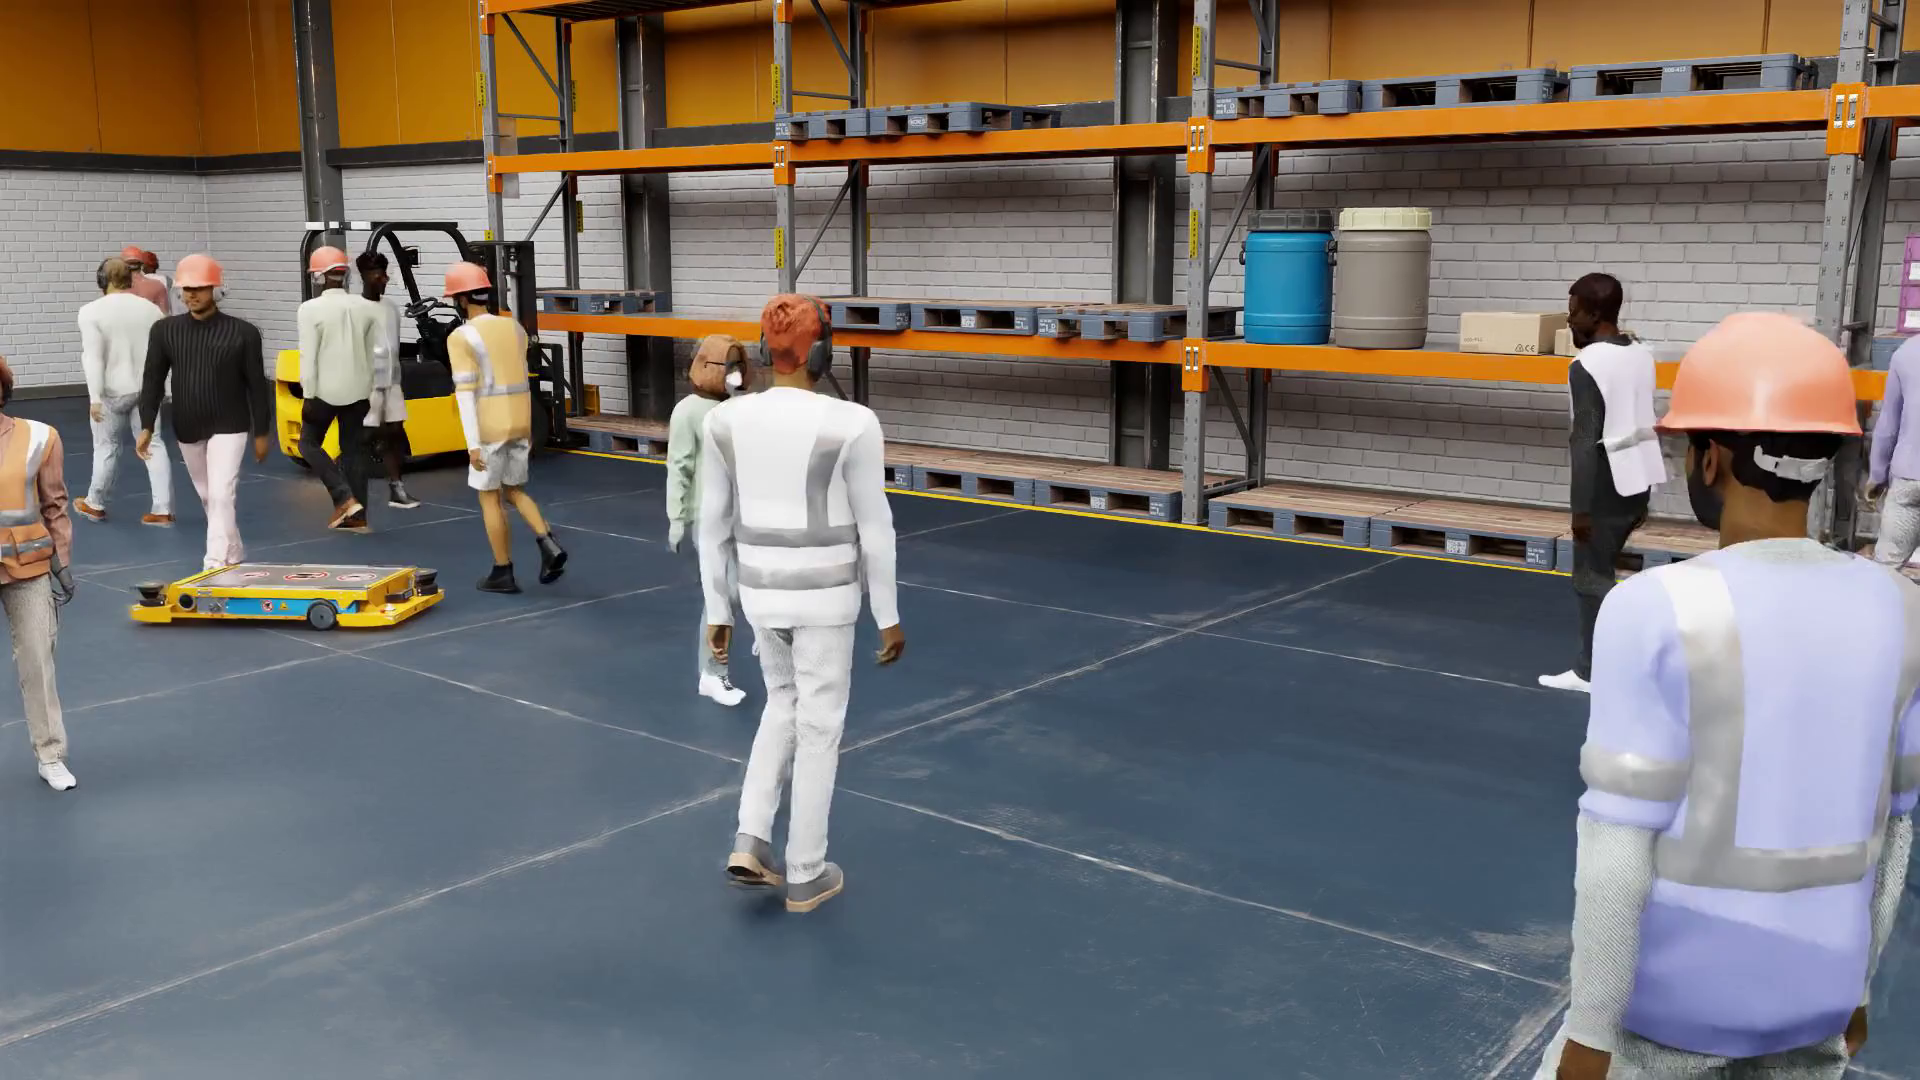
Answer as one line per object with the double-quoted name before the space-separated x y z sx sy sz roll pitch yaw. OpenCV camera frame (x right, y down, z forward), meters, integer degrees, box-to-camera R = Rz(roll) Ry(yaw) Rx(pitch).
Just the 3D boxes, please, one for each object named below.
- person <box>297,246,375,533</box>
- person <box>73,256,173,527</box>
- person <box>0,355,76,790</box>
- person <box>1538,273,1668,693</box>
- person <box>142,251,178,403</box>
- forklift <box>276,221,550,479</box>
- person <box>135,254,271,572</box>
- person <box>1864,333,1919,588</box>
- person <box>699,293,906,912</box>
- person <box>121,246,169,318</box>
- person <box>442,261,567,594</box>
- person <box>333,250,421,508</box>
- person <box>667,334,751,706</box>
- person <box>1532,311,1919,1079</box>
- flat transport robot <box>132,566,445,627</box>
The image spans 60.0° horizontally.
"person" -4.288 -1.017 11.420 0.444 1.977 0.628 6 12 31
"person" -5.976 -1.043 11.803 0.954 1.896 0.650 7 12 33
"person" -3.487 0.131 6.026 0.523 1.638 0.309 -8 13 -37
"person" 2.881 -0.205 7.192 0.644 1.890 0.650 -10 14 -44
"person" -9.998 -2.628 20.631 0.588 1.884 0.391 -9 13 -40
"forklift" -4.922 -1.741 14.854 1.214 2.155 2.313 8 13 38
"person" -4.272 -0.632 9.435 0.629 1.941 1.052 0 10 -2
"person" 4.331 -0.243 7.400 0.407 1.892 0.764 -5 11 -24
"person" -0.459 0.199 4.999 0.584 1.867 0.408 5 11 25
"person" -8.963 -2.229 18.195 0.621 1.964 0.956 -4 11 -23
"person" -2.626 -0.625 9.470 0.636 1.905 0.566 6 12 32
"person" -4.470 -1.211 12.593 0.729 1.950 0.618 6 12 29
"person" -1.004 -0.079 7.218 0.468 1.614 0.522 6 12 32
"person" 1.121 0.629 2.474 0.575 1.917 0.404 -2 11 -13
"flat transport robot" -3.596 0.287 8.948 1.431 0.197 0.652 1 10 5
